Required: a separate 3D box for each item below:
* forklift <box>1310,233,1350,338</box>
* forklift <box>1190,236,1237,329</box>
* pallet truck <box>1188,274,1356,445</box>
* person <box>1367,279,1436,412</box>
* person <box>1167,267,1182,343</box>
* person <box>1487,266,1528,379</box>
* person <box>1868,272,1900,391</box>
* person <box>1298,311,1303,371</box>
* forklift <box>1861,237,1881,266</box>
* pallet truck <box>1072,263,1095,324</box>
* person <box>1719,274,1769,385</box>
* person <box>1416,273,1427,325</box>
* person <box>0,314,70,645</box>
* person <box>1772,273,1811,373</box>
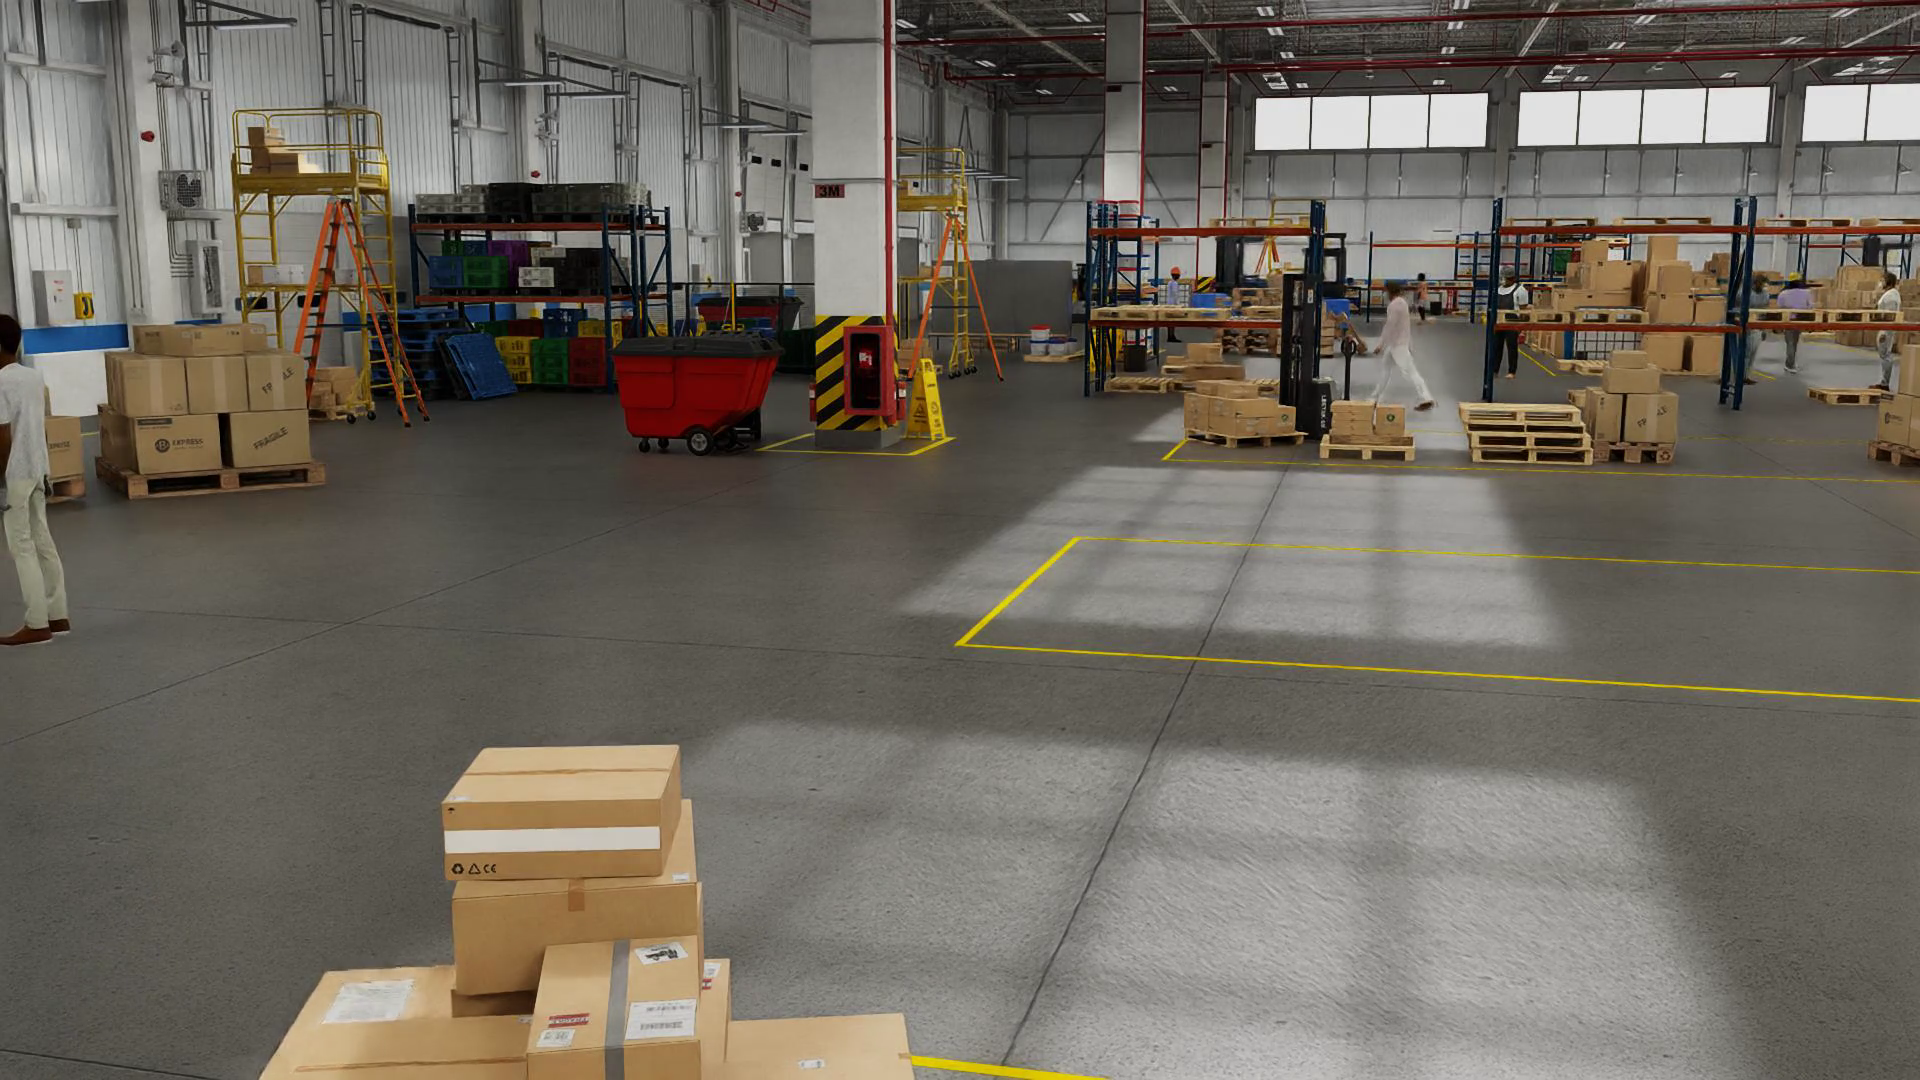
[{"bbox_3d":[9.769,-6.782,44.336,1.129,2.768,1.873,1,10,5],"label":"forklift"},{"bbox_3d":[8.049,-7.856,50.659,1.873,2.768,1.129,-2,10,-13],"label":"forklift"},{"bbox_3d":[3.653,-2.138,19.590,1.885,1.965,0.823,-4,10,-20],"label":"pallet truck"},{"bbox_3d":[6.260,-2.750,23.602,1.103,1.881,0.615,3,10,20],"label":"person"},{"bbox_3d":[5.504,-6.033,42.701,0.358,1.938,0.542,-1,10,-8],"label":"person"},{"bbox_3d":[9.778,-3.899,29.827,0.536,2.000,0.683,-8,13,-40],"label":"person"},{"bbox_3d":[15.124,-3.398,27.179,0.362,1.939,0.636,6,11,31],"label":"person"},{"bbox_3d":[6.664,-4.096,31.892,0.321,1.736,0.485,6,11,32],"label":"person"},{"bbox_3d":[29.921,-8.564,54.826,1.873,2.768,1.129,2,10,14],"label":"forklift"},{"bbox_3d":[4.325,-8.180,55.162,0.823,1.965,1.885,6,11,31],"label":"pallet truck"},{"bbox_3d":[13.425,-3.582,28.407,0.765,1.894,0.468,-3,10,-15],"label":"person"},{"bbox_3d":[14.961,-7.812,53.960,0.327,1.675,0.620,5,11,27],"label":"person"},{"bbox_3d":[-5.302,-0.335,9.364,0.309,1.864,0.535,0,10,-1],"label":"person"},{"bbox_3d":[15.748,-4.115,31.551,0.610,1.878,0.951,1,10,5],"label":"person"}]
